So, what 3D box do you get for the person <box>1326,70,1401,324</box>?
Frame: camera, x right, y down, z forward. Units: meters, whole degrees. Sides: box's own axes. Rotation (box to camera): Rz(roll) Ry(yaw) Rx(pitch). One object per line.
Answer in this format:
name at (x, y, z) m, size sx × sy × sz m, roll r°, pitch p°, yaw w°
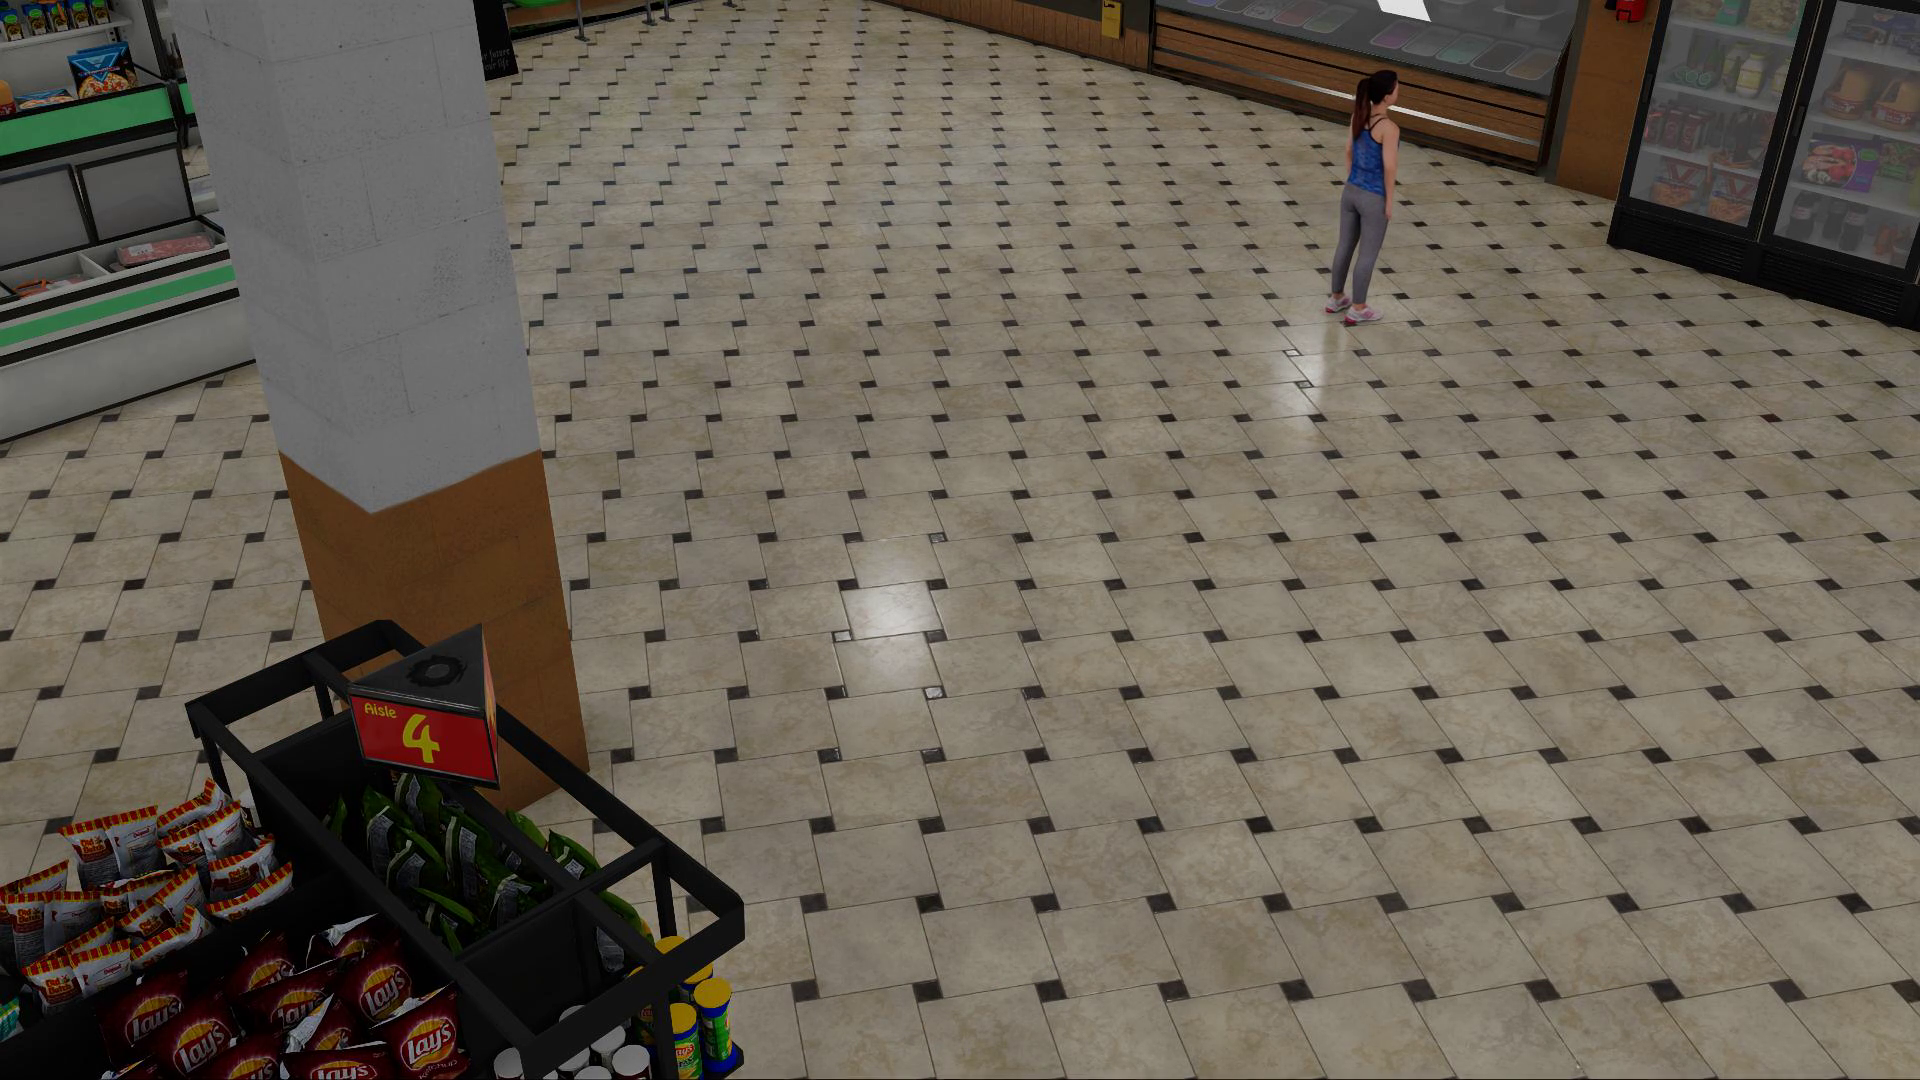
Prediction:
person at (2.583, -2.183, 10.575) m, size 0.597 × 1.608 × 0.618 m, roll -17°, pitch 36°, yaw -25°
